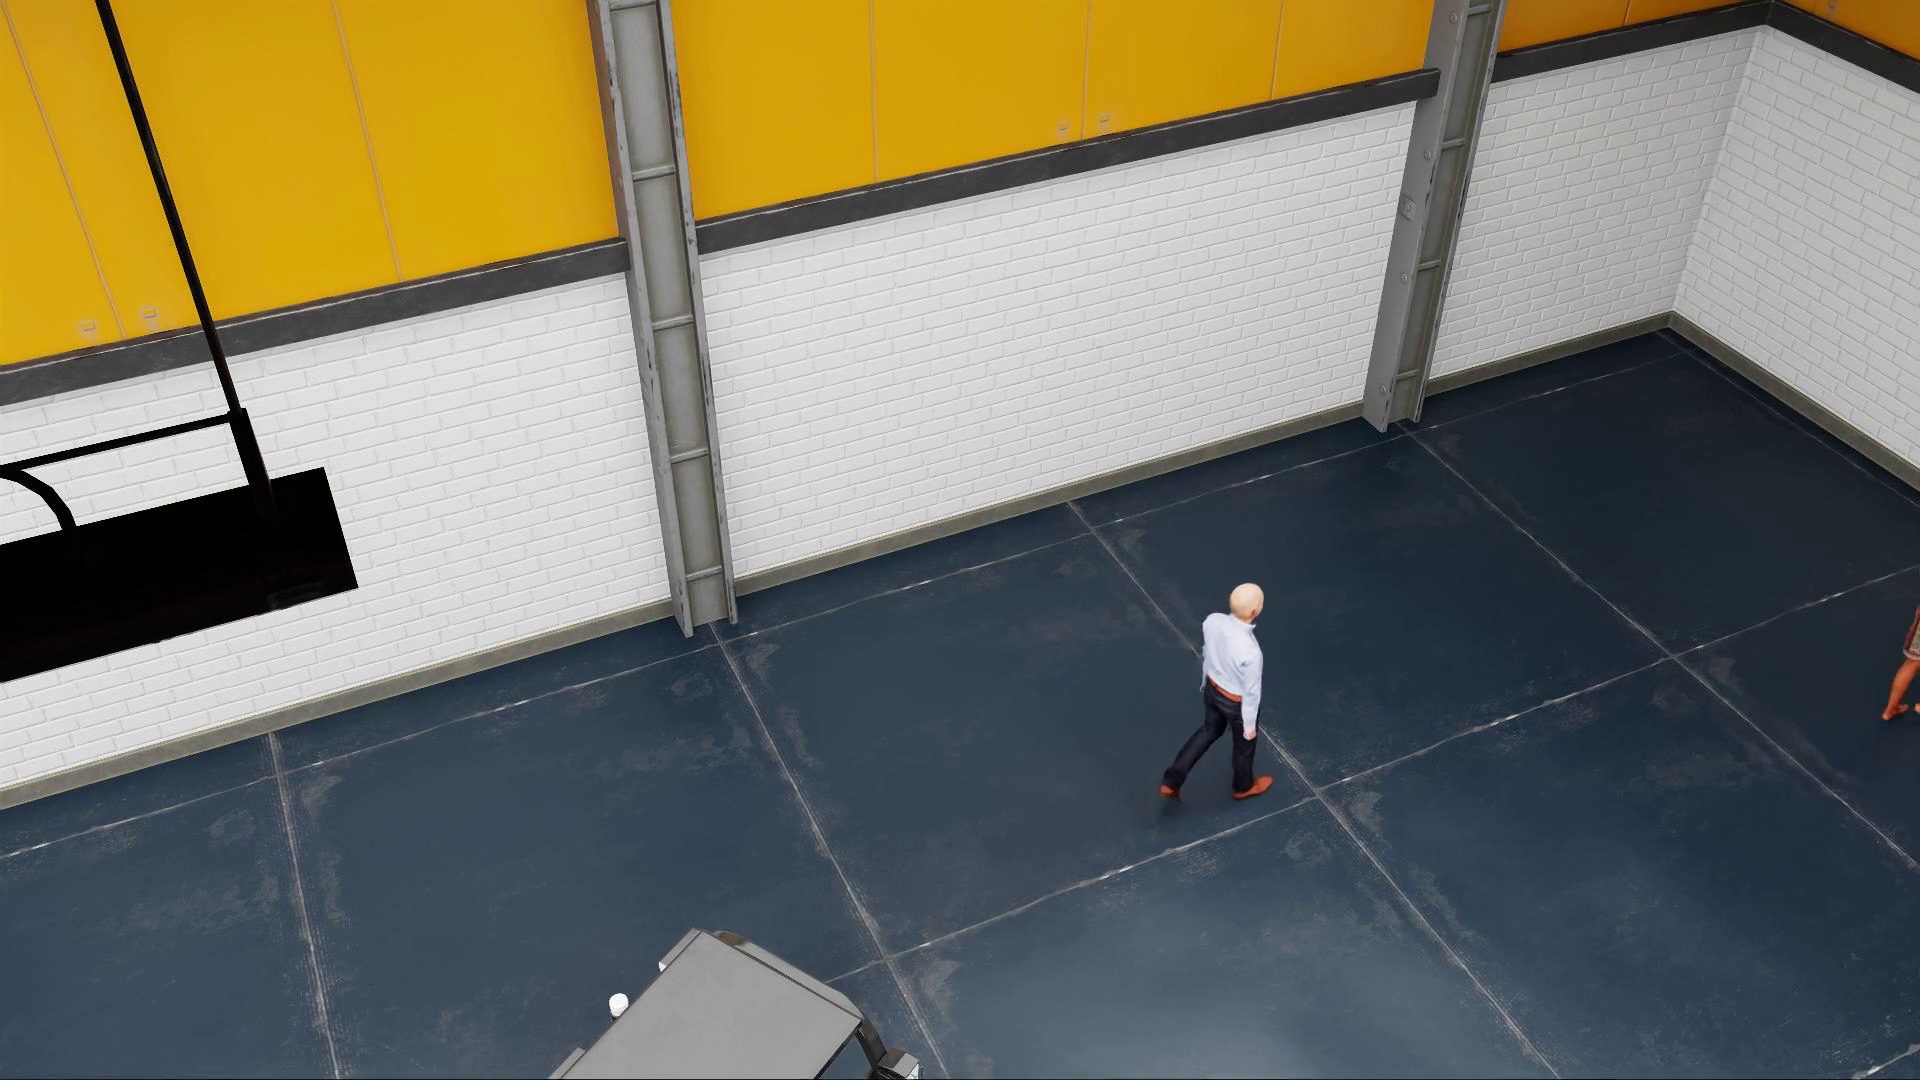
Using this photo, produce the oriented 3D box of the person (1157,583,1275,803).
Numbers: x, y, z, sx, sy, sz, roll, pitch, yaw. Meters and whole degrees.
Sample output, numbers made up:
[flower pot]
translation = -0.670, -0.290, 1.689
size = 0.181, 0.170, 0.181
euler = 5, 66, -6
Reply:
[person]
translation = 1.573, 0.991, 10.001
size = 1.087, 1.772, 0.731
euler = -21, 43, -24
